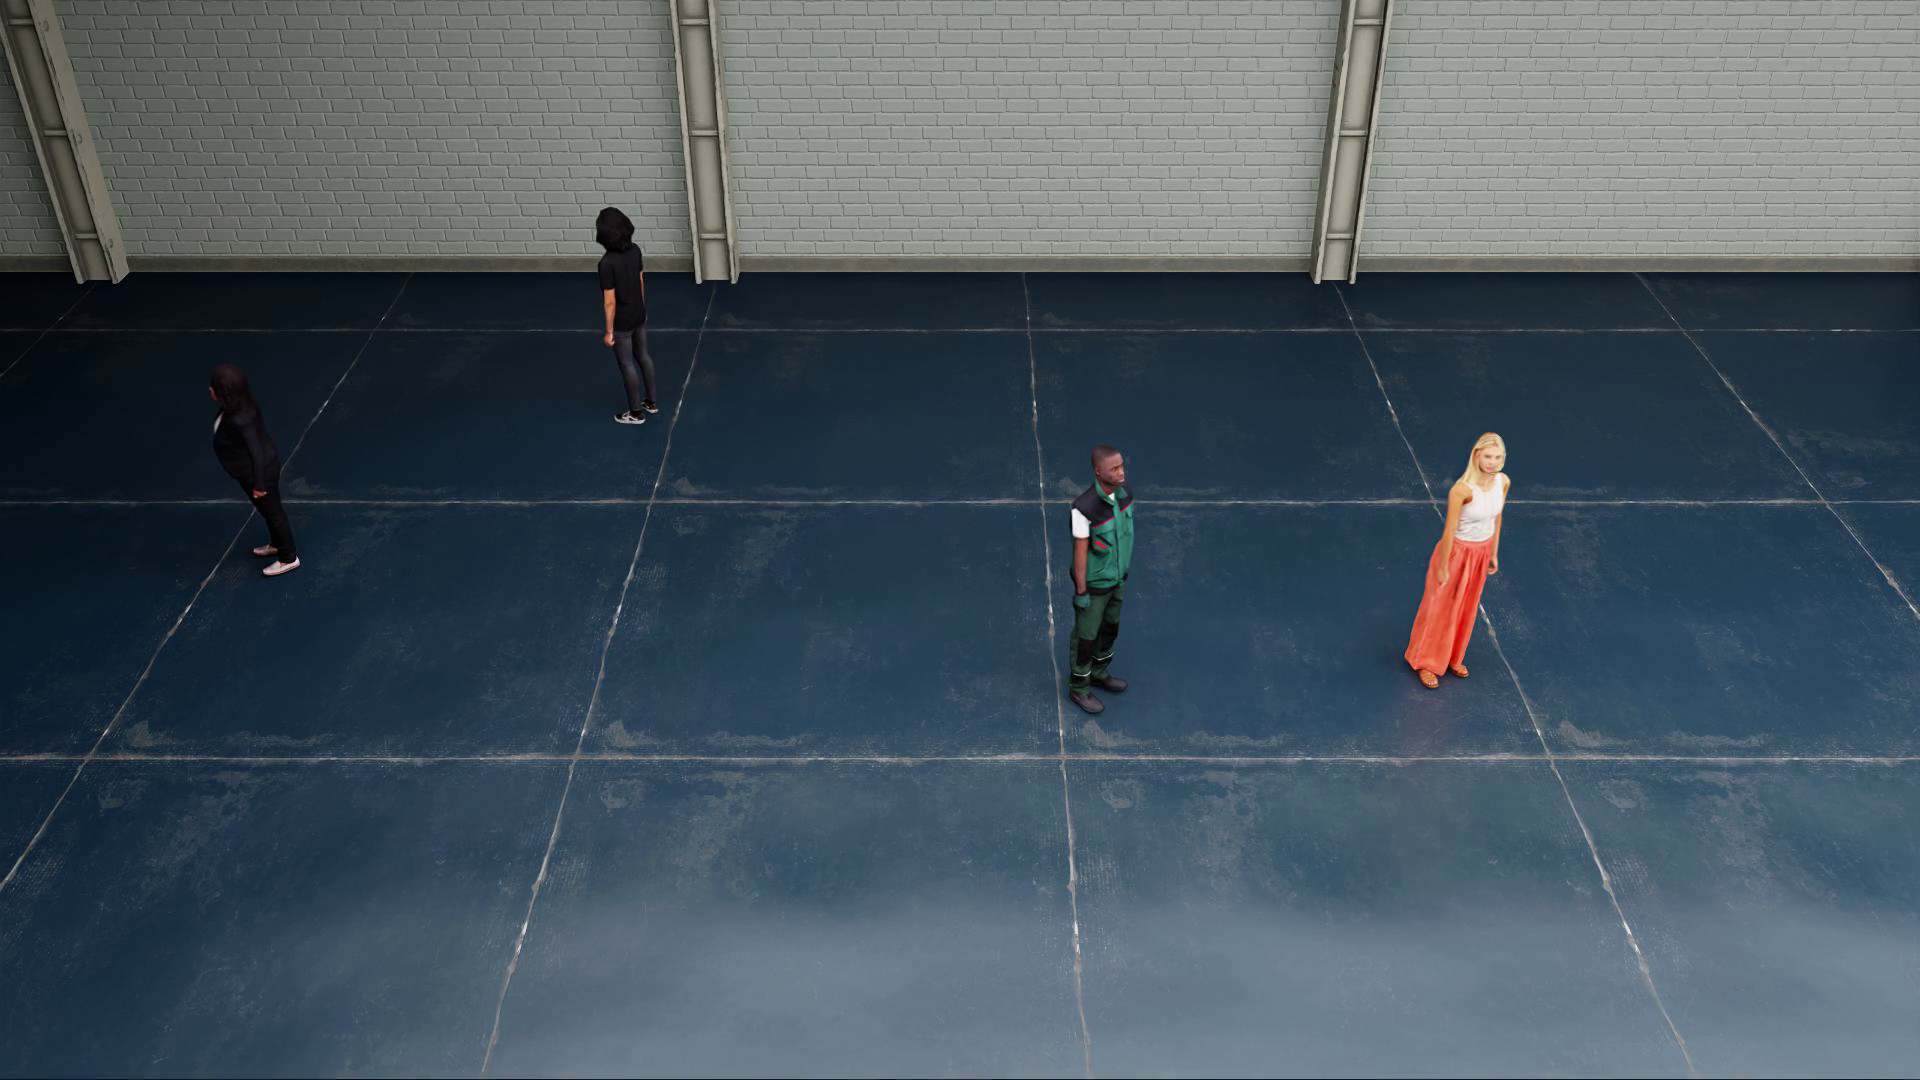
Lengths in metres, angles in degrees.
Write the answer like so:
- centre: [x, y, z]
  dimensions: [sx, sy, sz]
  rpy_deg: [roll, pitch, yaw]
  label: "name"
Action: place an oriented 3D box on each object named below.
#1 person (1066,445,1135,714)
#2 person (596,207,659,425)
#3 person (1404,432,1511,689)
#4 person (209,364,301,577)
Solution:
- centre: [0.859, 0.215, 10.270]
  dimensions: [0.816, 1.840, 0.787]
  rpy_deg: [23, 39, 30]
  label: "person"
- centre: [-2.679, -1.805, 13.379]
  dimensions: [0.707, 1.836, 0.706]
  rpy_deg: [18, 37, 25]
  label: "person"
- centre: [3.170, 0.113, 10.463]
  dimensions: [0.666, 1.801, 0.782]
  rpy_deg: [-15, 36, -22]
  label: "person"
- centre: [-4.902, -0.506, 11.584]
  dimensions: [0.778, 1.616, 0.749]
  rpy_deg: [-17, 37, -24]
  label: "person"
